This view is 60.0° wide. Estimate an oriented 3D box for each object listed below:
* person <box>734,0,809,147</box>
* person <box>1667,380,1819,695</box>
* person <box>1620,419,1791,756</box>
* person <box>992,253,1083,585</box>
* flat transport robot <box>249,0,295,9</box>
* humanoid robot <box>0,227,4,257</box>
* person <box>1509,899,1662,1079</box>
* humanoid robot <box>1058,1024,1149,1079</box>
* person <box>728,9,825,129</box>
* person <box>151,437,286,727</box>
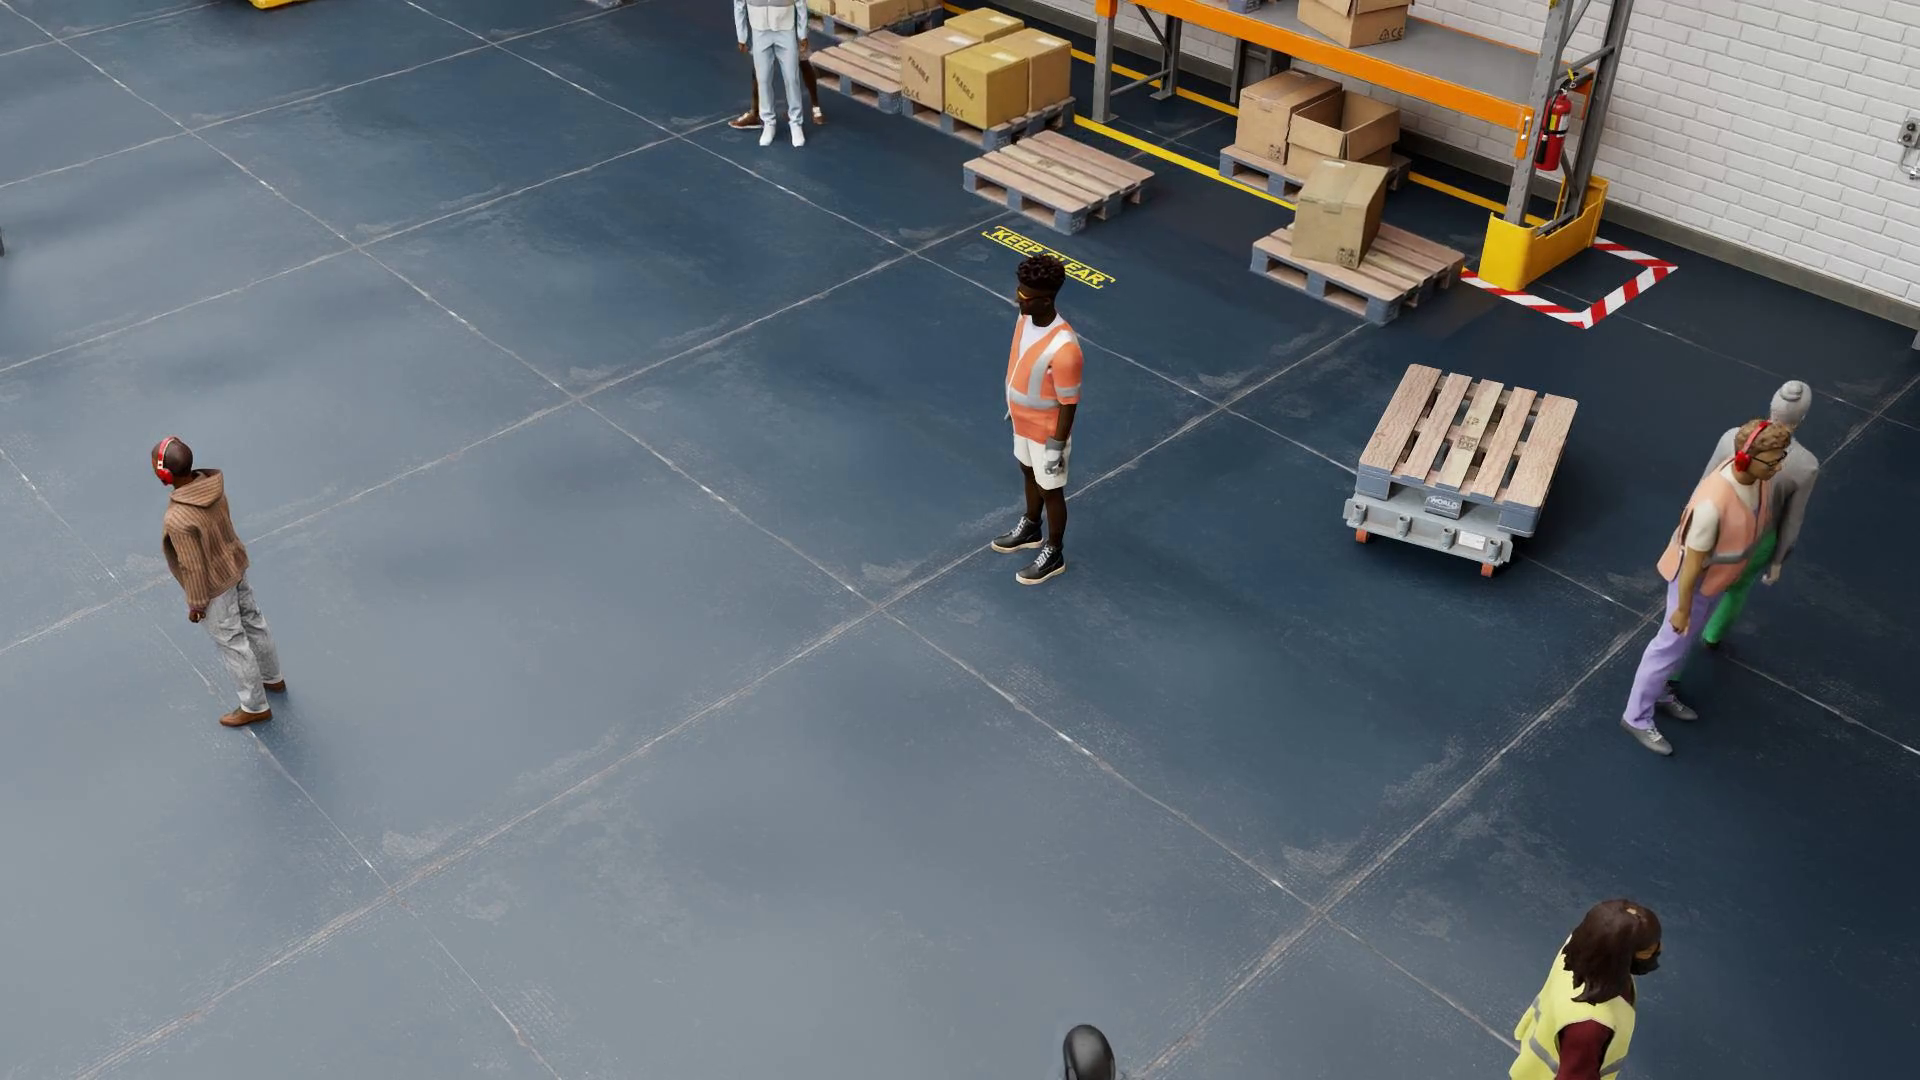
[{"bbox_3d":[-1.553,-4.207,13.747,0.601,1.906,0.414,-1,37,-2],"label":"person"},{"bbox_3d":[3.882,-0.024,8.297,0.519,1.804,0.894,20,41,24],"label":"person"},{"bbox_3d":[3.547,0.194,7.968,0.382,1.844,0.564,29,46,33],"label":"person"},{"bbox_3d":[0.425,-0.650,8.987,0.367,1.966,0.602,-14,39,-17],"label":"person"},{"bbox_3d":[-7.294,-5.839,17.263,1.431,0.231,0.659,31,47,34],"label":"flat transport robot"},{"bbox_3d":[-7.252,-2.636,11.888,0.600,1.625,0.743,8,38,10],"label":"humanoid robot"},{"bbox_3d":[2.105,1.880,5.801,0.377,1.768,0.468,12,39,15],"label":"person"},{"bbox_3d":[0.383,2.138,5.575,0.584,1.643,0.748,-11,38,-14],"label":"humanoid robot"},{"bbox_3d":[-1.529,-4.346,14.020,0.604,1.802,0.784,19,41,23],"label":"person"},{"bbox_3d":[-3.615,0.202,8.116,0.333,1.651,0.466,1,37,2],"label":"person"}]
